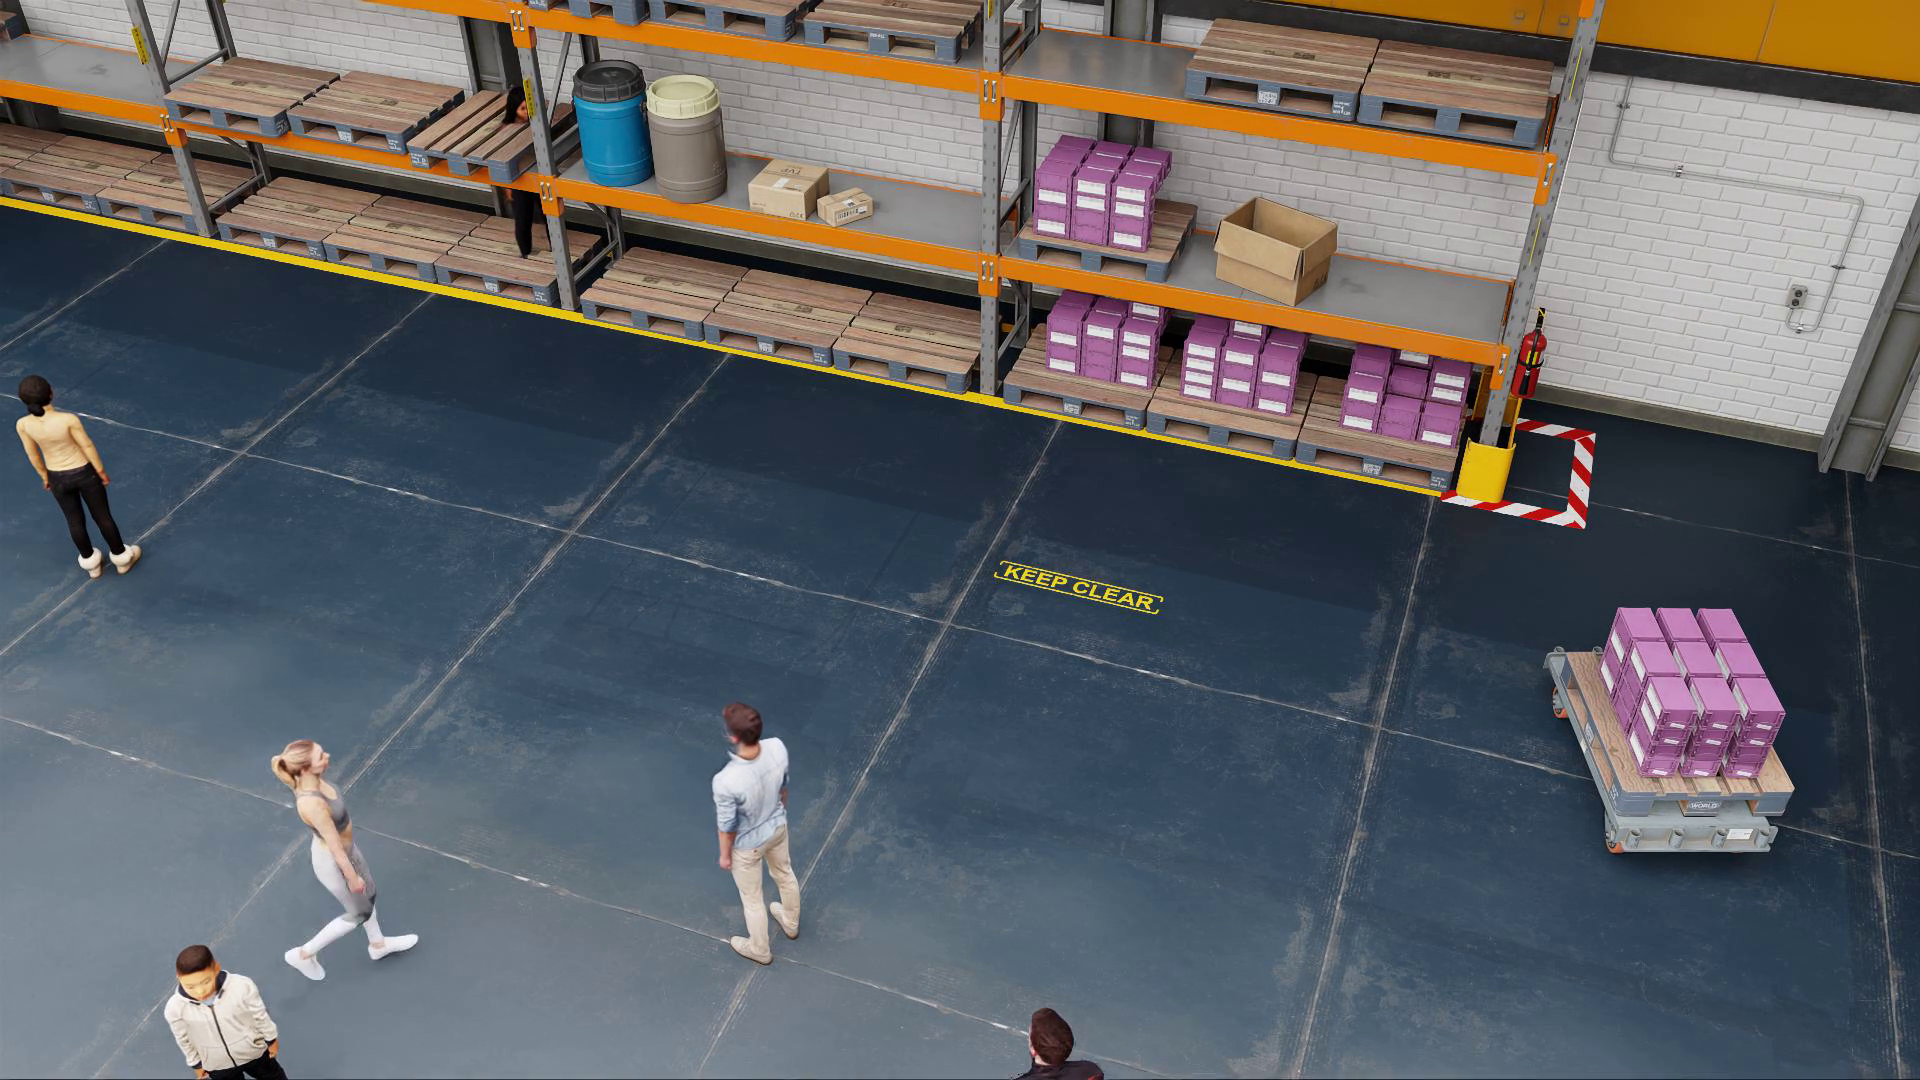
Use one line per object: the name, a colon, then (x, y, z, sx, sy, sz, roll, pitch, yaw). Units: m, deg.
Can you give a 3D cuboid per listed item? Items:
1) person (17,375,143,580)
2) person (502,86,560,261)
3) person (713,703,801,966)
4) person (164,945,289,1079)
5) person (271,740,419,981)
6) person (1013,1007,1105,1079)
person: (-6.196, -0.447, 11.611, 0.662, 1.660, 0.748, -8, 39, -9)
person: (-3.858, -3.233, 14.979, 0.779, 1.812, 0.830, -18, 42, -21)
person: (-1.089, 1.574, 8.931, 0.690, 1.847, 0.719, 29, 47, 32)
person: (-3.561, 2.459, 8.140, 0.640, 1.452, 0.695, -17, 42, -20)
person: (-3.391, 1.737, 8.852, 0.969, 1.691, 0.909, -17, 42, -20)
person: (0.378, 2.799, 7.357, 1.024, 1.898, 1.076, -15, 41, -17)
